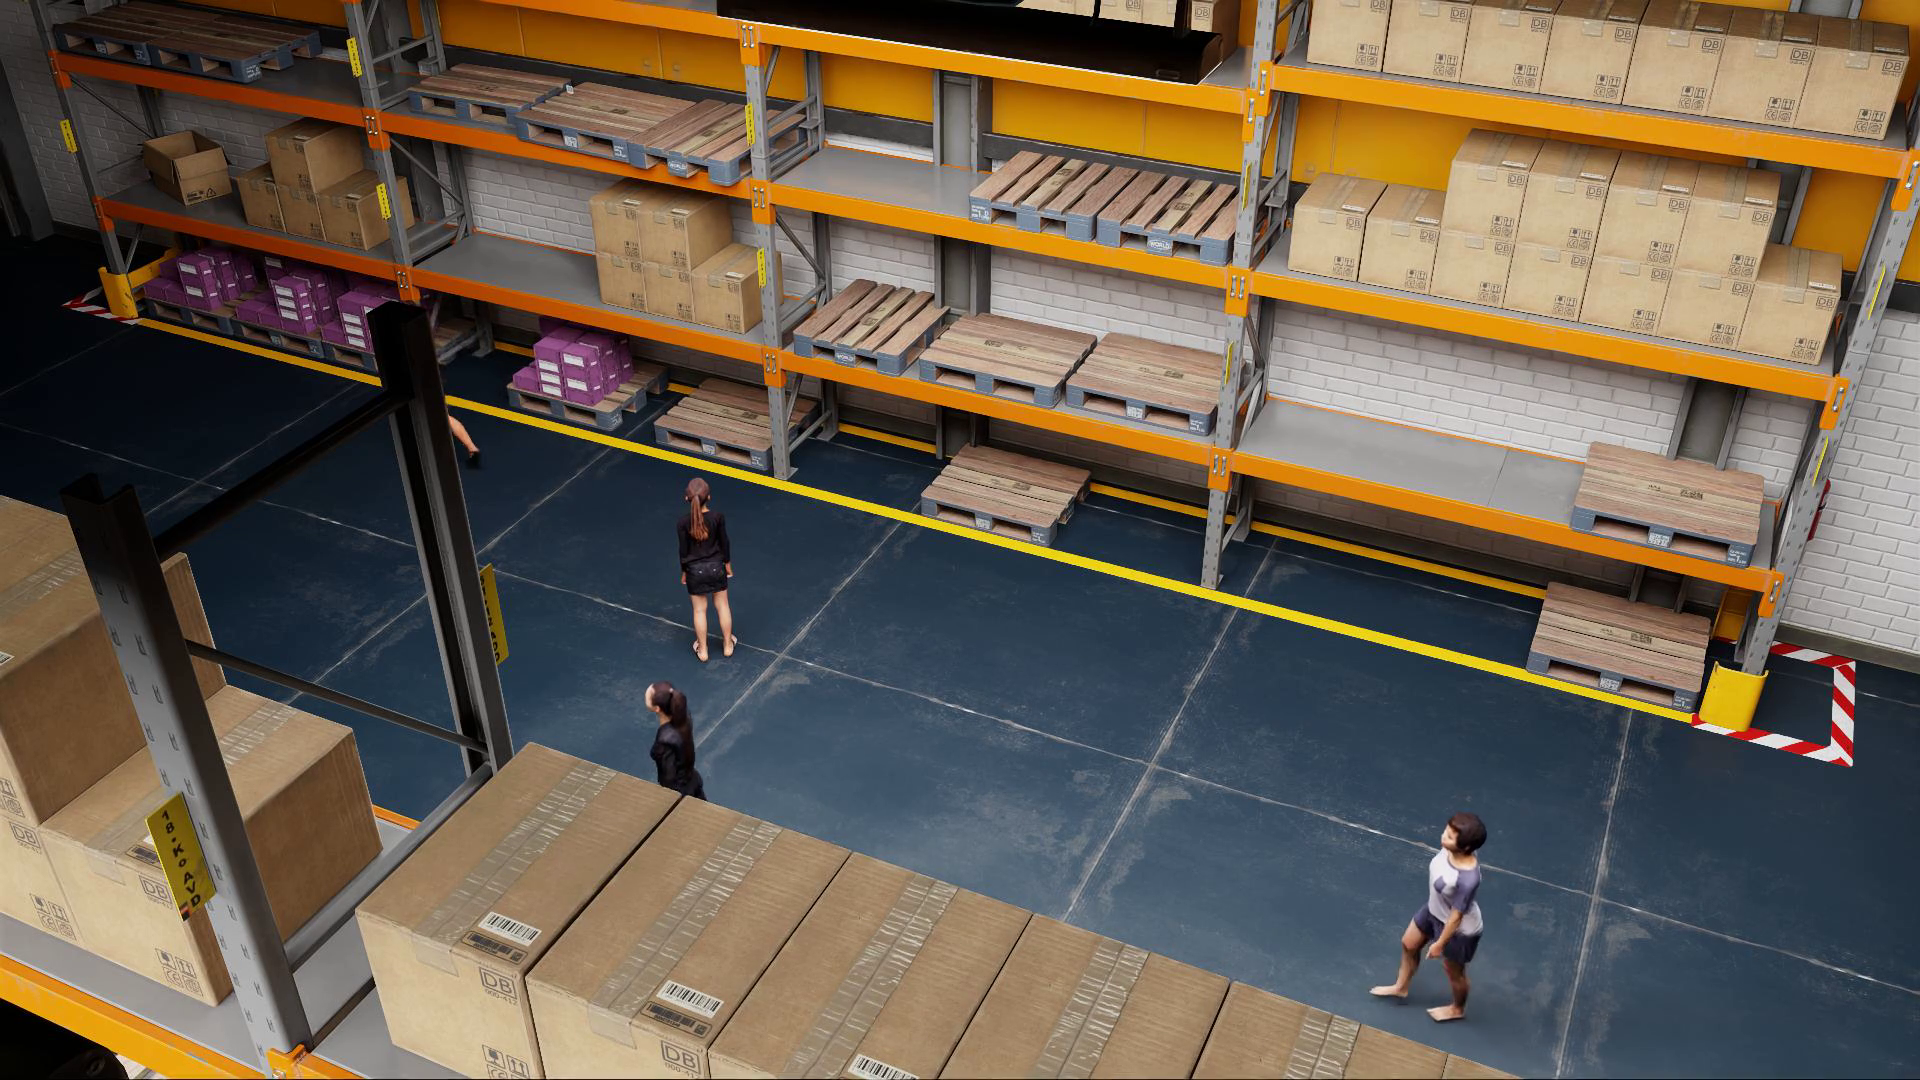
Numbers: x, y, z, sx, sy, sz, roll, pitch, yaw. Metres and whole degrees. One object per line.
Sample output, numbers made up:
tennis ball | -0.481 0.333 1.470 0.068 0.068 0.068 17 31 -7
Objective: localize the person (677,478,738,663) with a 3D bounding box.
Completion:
person | -1.891 0.208 12.365 0.641 1.556 0.708 -9 35 -13

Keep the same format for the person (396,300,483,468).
person | -4.665 -1.335 14.608 1.093 1.642 0.602 13 36 18

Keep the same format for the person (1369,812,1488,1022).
person | 2.859 2.151 9.452 0.879 1.545 0.768 -1 34 -1

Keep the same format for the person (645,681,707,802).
person | -1.640 1.575 10.213 1.117 1.661 0.785 6 34 9
